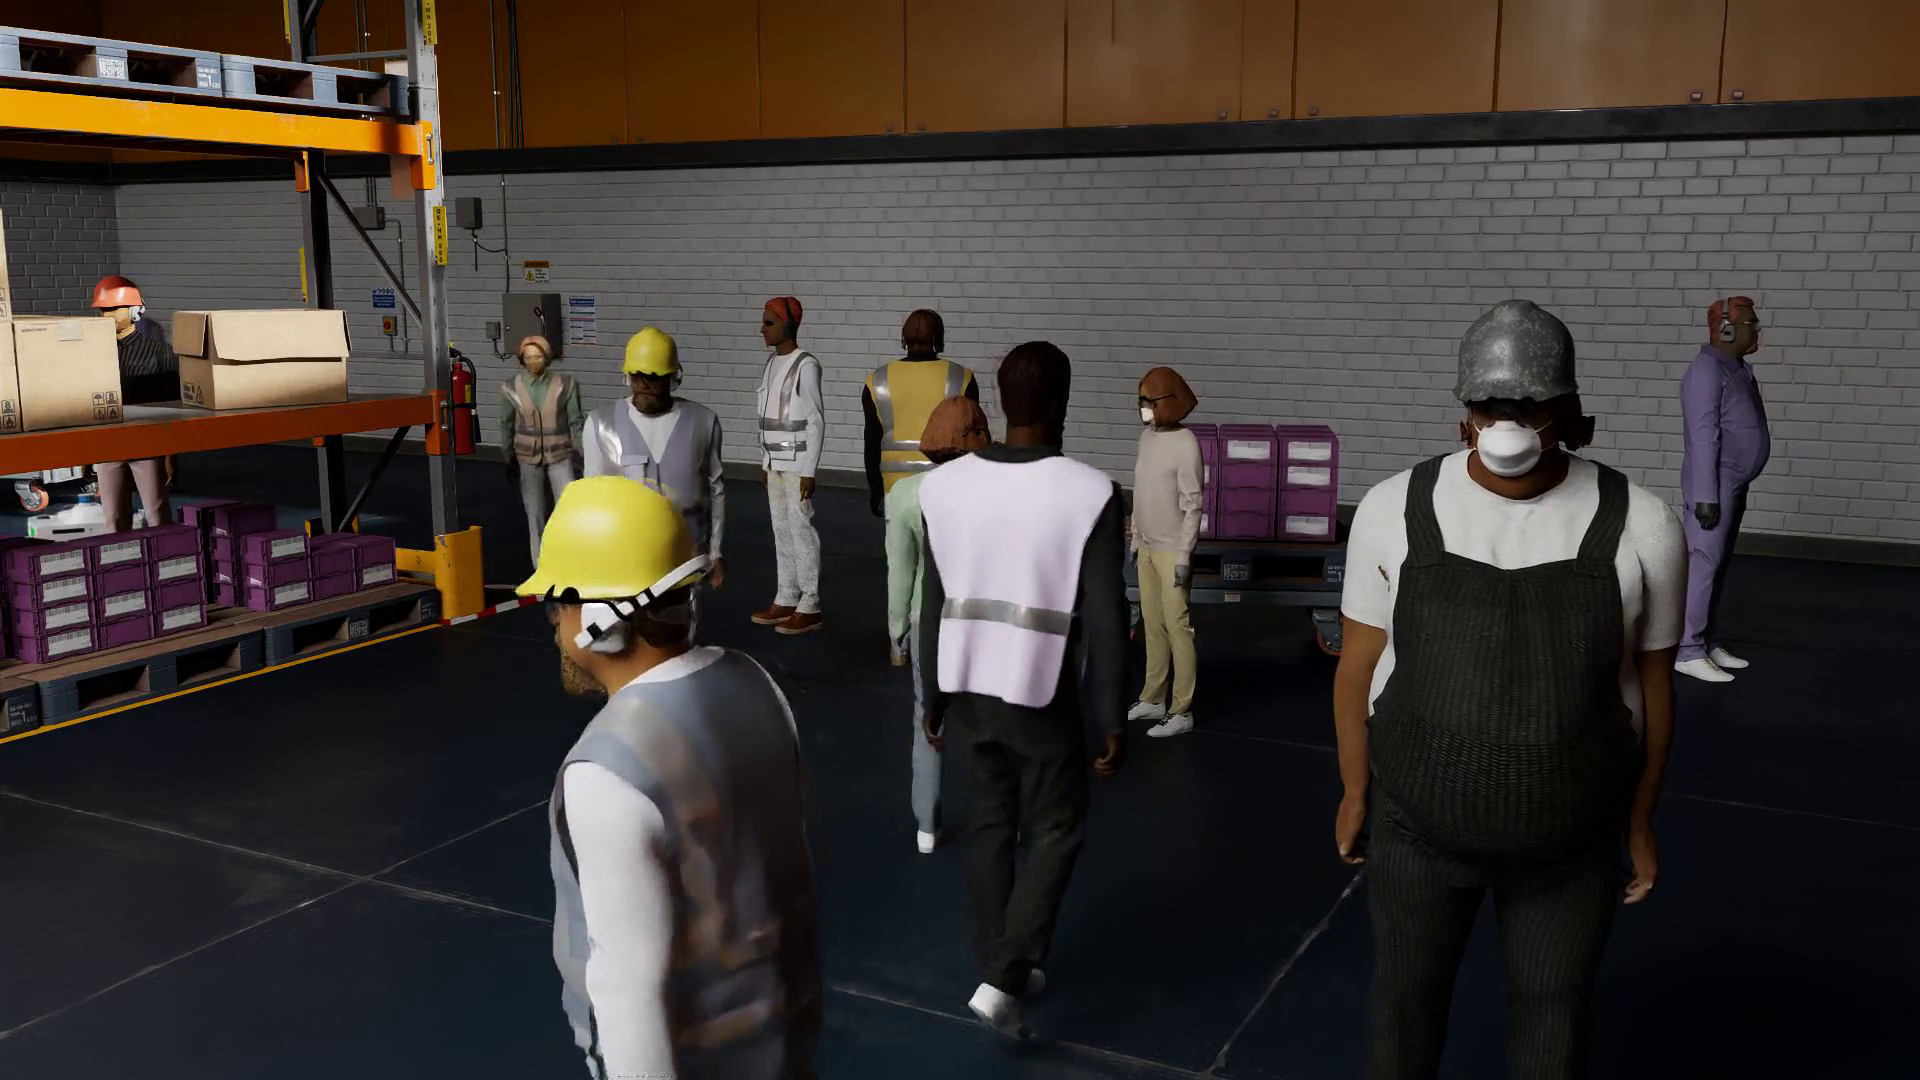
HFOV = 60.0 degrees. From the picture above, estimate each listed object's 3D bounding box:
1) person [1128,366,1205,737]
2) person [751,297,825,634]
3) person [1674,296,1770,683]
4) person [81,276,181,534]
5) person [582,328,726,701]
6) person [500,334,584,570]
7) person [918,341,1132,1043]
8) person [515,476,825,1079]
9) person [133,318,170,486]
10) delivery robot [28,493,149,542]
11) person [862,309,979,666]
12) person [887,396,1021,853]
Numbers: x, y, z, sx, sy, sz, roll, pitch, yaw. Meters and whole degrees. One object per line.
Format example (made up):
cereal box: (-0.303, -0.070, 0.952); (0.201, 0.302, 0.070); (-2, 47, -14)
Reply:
person: (0.896, 0.050, 7.367); (0.286, 1.633, 0.498); (-4, 11, -22)
person: (-0.964, -0.419, 9.350); (0.341, 1.882, 0.587); (-6, 11, -31)
person: (3.827, -0.259, 8.350); (0.409, 1.913, 0.642); (7, 12, 35)
person: (-4.803, -0.522, 9.629); (0.612, 1.995, 0.376); (0, 10, 2)
person: (-1.256, 0.037, 6.890); (0.591, 1.823, 0.404); (-3, 10, -16)
person: (-2.644, -0.502, 10.597); (0.527, 1.619, 0.402); (-1, 10, -7)
person: (0.140, 0.426, 4.437); (0.637, 1.899, 0.551); (5, 11, 25)
person: (-0.503, 0.787, 2.667); (0.902, 1.779, 0.599); (4, 11, 21)
person: (-7.403, -1.369, 14.929); (1.005, 1.872, 0.589); (7, 12, 35)
delivery robot: (-5.687, -0.063, 10.864); (0.707, 0.478, 0.477); (-5, 11, -28)
person: (-0.178, -0.260, 8.558); (0.620, 1.845, 0.429); (1, 10, 8)
person: (-0.008, 0.308, 5.872); (0.499, 1.632, 0.285); (3, 10, 16)
